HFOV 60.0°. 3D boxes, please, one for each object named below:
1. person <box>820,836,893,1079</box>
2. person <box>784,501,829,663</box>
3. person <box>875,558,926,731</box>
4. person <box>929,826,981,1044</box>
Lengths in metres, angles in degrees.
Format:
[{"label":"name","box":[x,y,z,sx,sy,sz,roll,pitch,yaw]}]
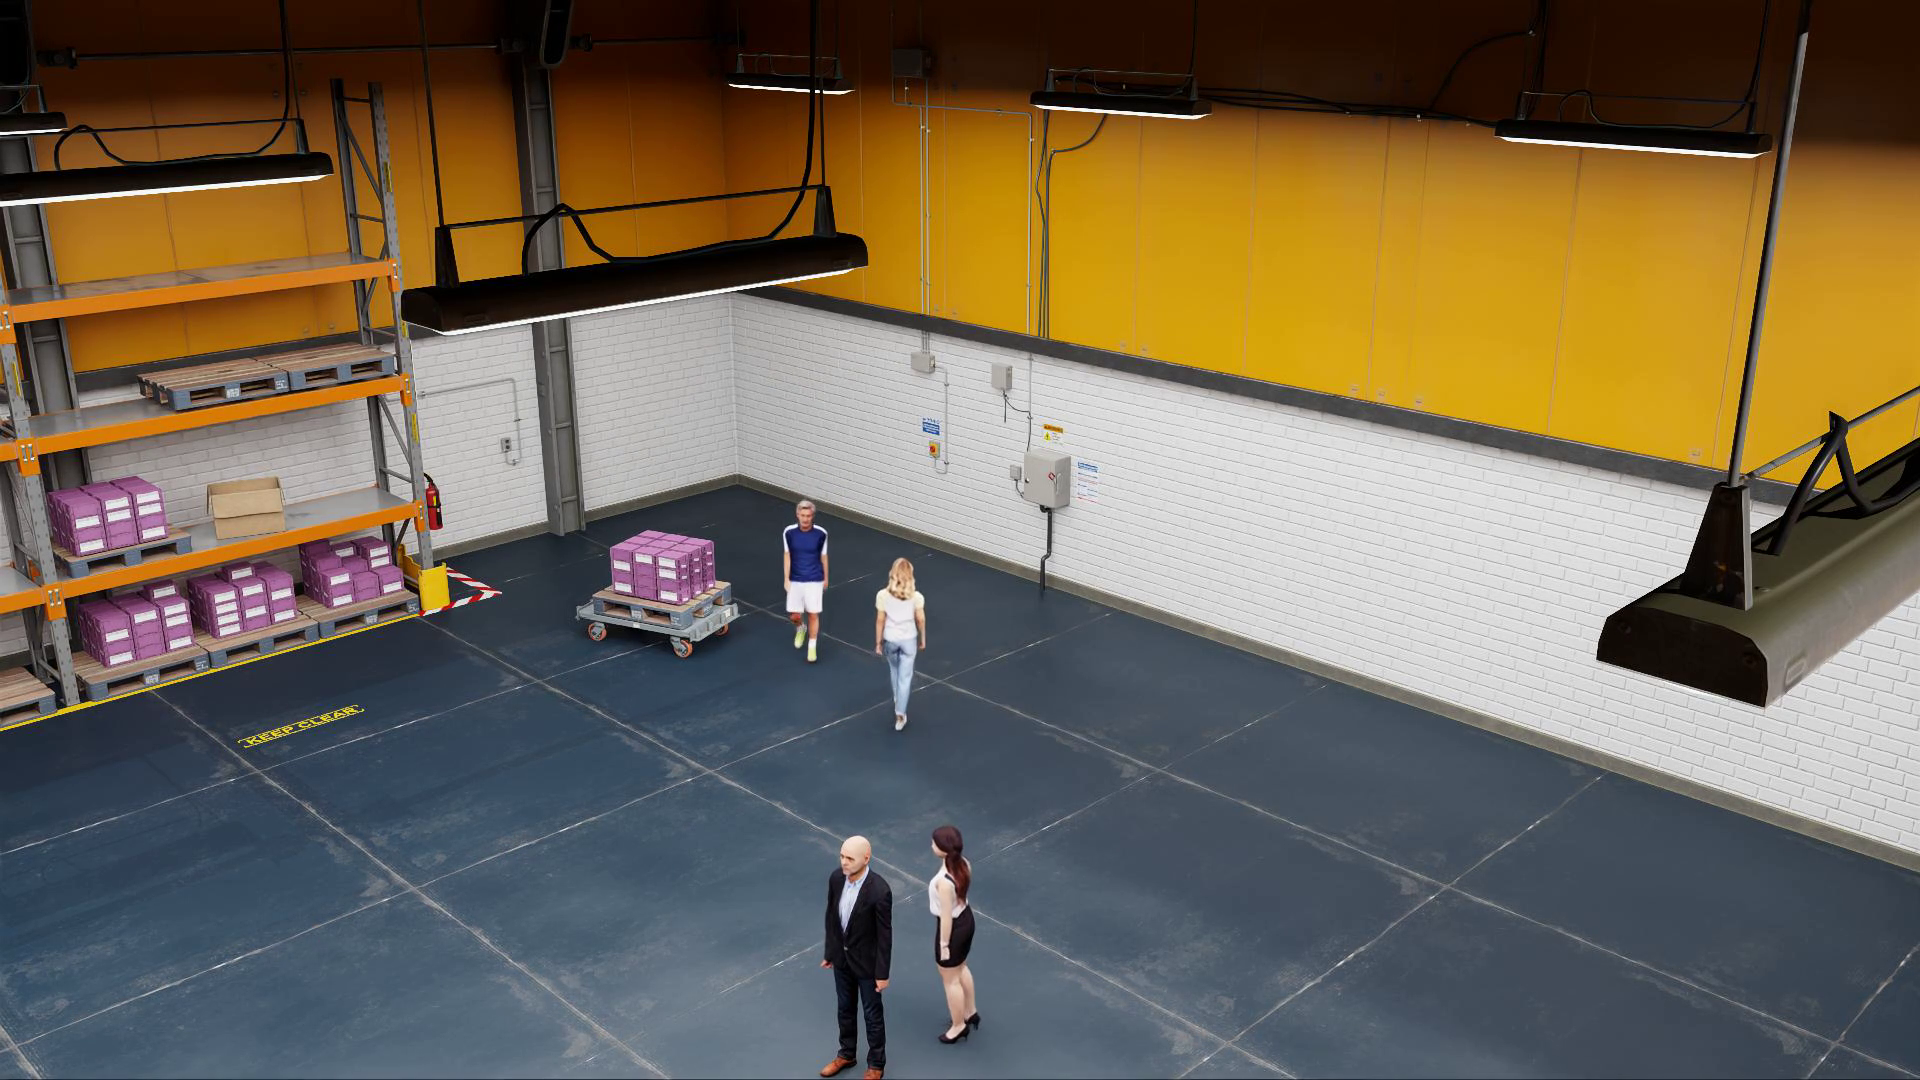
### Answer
[{"label":"person","box":[-0.672,2.763,11.004,0.718,1.801,0.656,12,22,31]},{"label":"person","box":[-1.661,0.406,17.971,0.836,1.822,0.896,0,19,0]},{"label":"person","box":[-0.589,1.046,16.264,0.978,1.698,1.060,1,19,4]},{"label":"person","box":[-0.033,2.703,11.428,0.712,1.644,0.609,6,20,17]}]
